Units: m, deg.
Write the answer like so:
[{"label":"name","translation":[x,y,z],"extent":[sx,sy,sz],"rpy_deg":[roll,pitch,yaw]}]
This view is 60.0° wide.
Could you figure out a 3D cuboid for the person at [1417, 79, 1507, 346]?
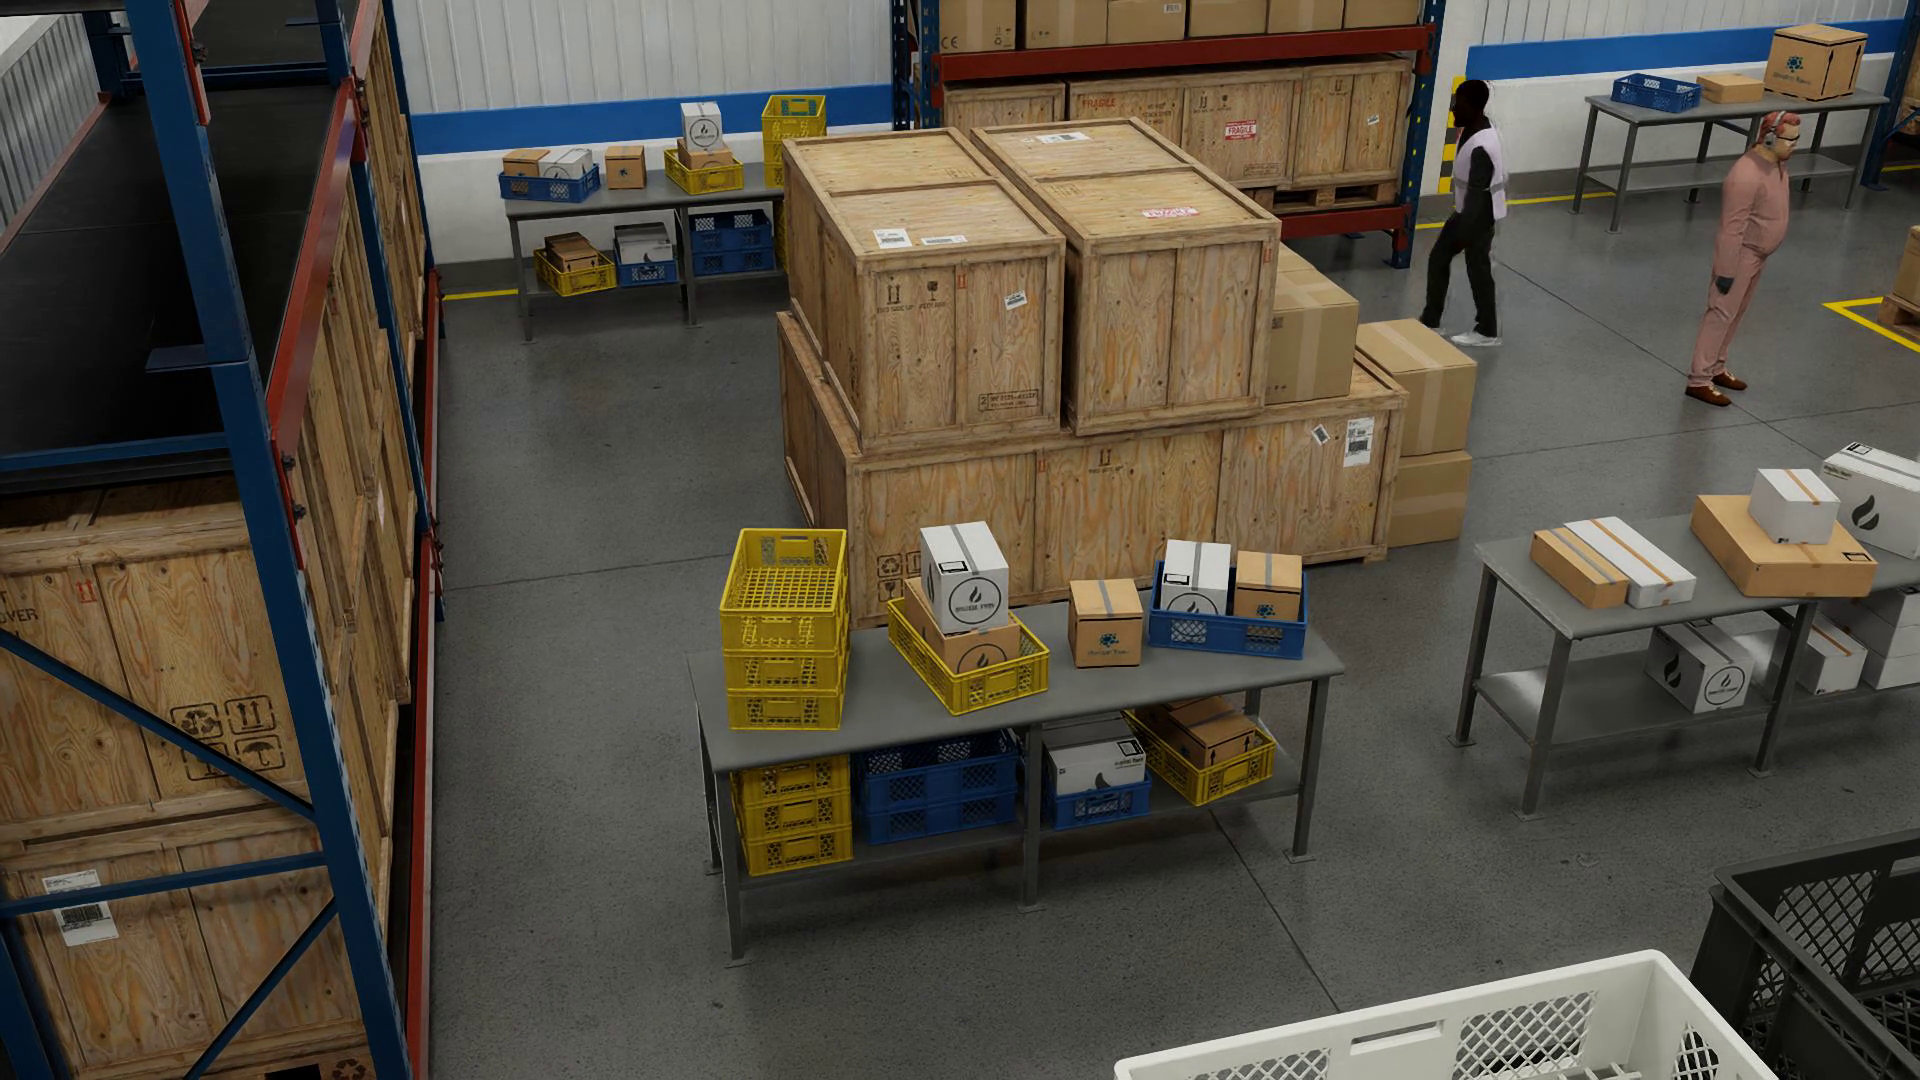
[{"label":"person","translation":[3.460,-2.237,11.491],"extent":[0.818,1.876,0.608],"rpy_deg":[3,29,6]}]

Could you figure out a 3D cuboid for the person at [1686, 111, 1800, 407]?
[{"label":"person","translation":[5.059,-1.812,10.708],"extent":[0.402,1.899,0.630],"rpy_deg":[23,36,35]}]

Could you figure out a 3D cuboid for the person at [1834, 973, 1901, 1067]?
[{"label":"person","translation":[2.044,1.817,4.173],"extent":[0.429,1.847,0.626],"rpy_deg":[-20,35,-32]}]
